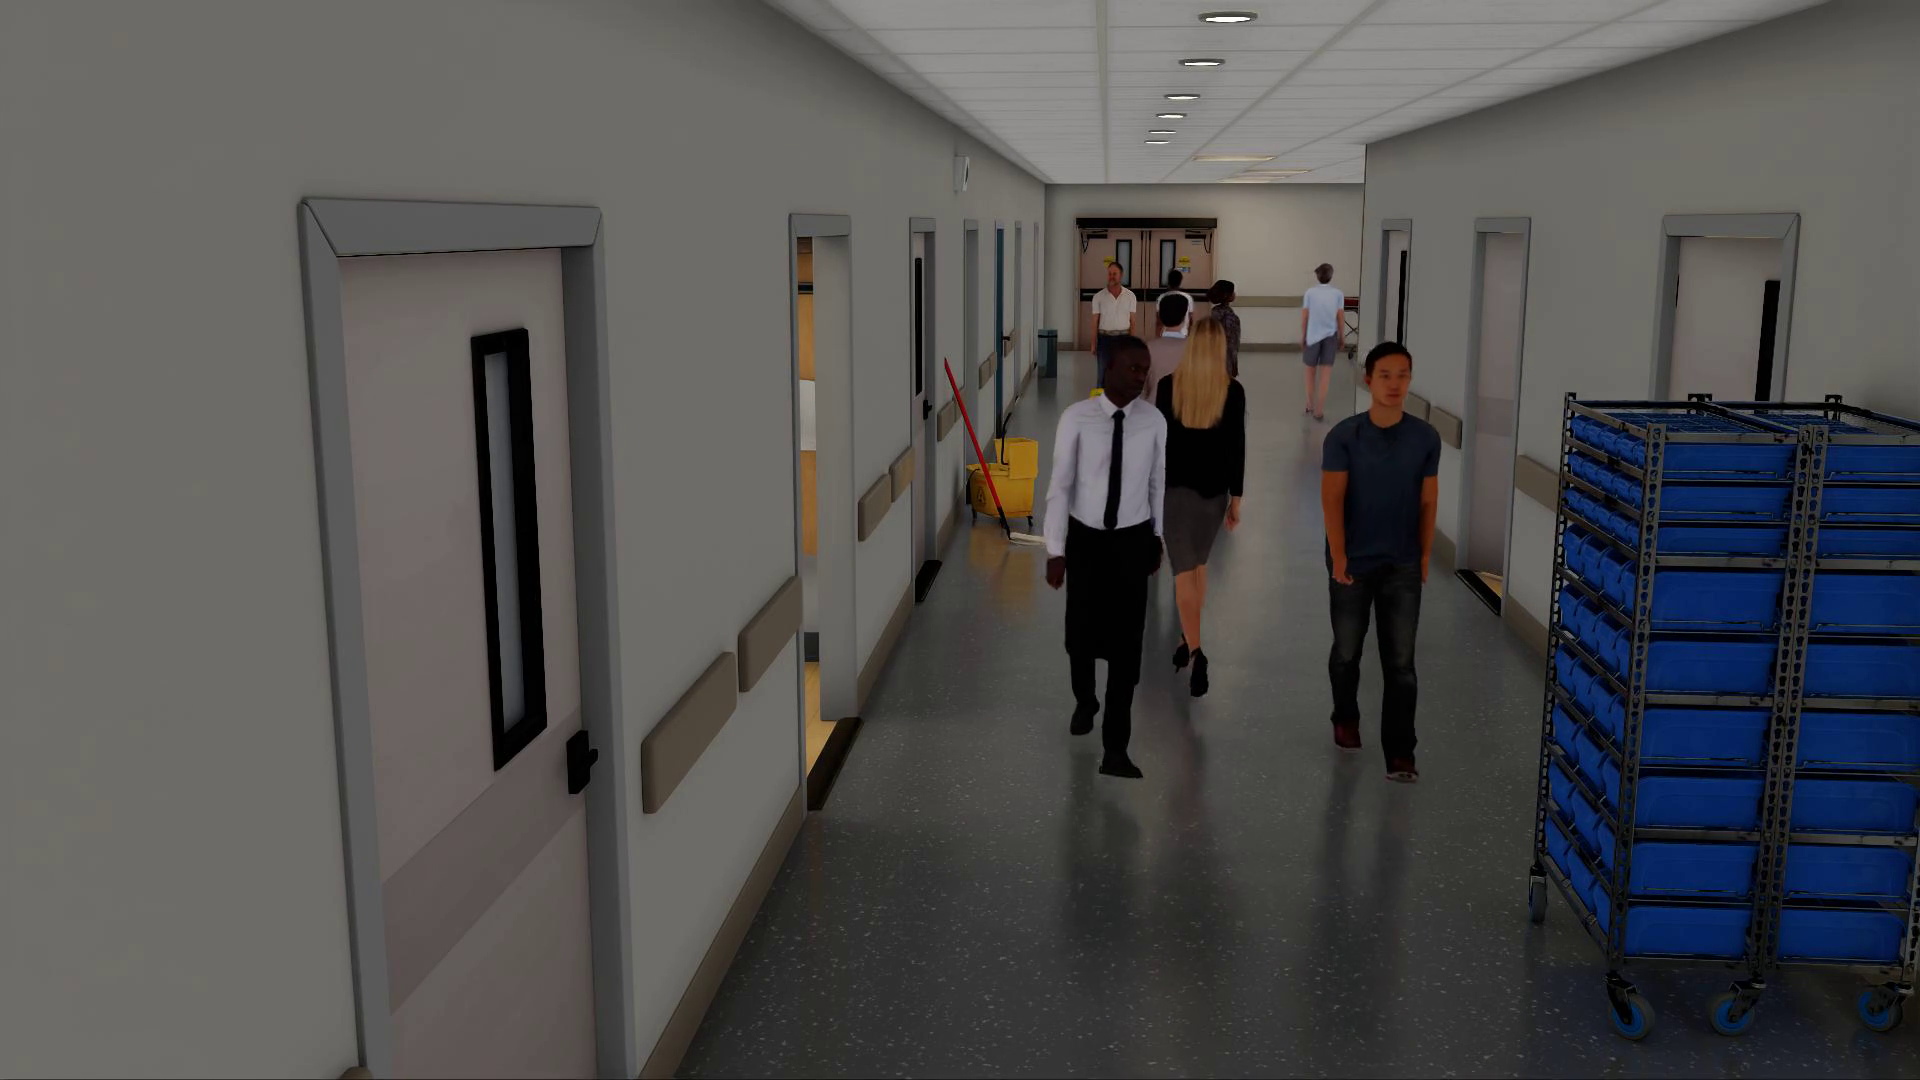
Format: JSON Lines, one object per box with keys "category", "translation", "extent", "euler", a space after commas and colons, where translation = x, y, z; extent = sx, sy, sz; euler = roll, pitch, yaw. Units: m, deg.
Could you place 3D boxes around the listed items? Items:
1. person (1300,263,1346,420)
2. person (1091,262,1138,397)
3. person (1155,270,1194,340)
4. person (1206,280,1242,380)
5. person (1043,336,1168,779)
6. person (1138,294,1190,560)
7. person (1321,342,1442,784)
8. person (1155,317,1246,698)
{"category": "person", "translation": [4.237, -2.319, 19.536], "extent": [0.770, 1.803, 1.006], "euler": [3, 11, 15]}
{"category": "person", "translation": [1.771, -2.250, 19.041], "extent": [0.697, 1.853, 0.605], "euler": [3, 11, 13]}
{"category": "person", "translation": [2.609, -2.407, 20.269], "extent": [0.736, 1.703, 1.004], "euler": [0, 11, -2]}
{"category": "person", "translation": [2.717, -1.825, 17.177], "extent": [0.718, 1.713, 0.616], "euler": [-3, 11, -16]}
{"category": "person", "translation": [0.609, 0.068, 7.053], "extent": [0.744, 1.767, 1.305], "euler": [0, 11, 2]}
{"category": "person", "translation": [1.432, -0.770, 11.357], "extent": [0.710, 1.810, 0.749], "euler": [4, 11, 20]}
{"category": "person", "translation": [1.697, 0.088, 6.948], "extent": [0.634, 1.767, 1.111], "euler": [1, 11, 4]}
{"category": "person", "translation": [1.117, -0.108, 7.919], "extent": [0.684, 1.790, 1.198], "euler": [0, 11, -2]}
